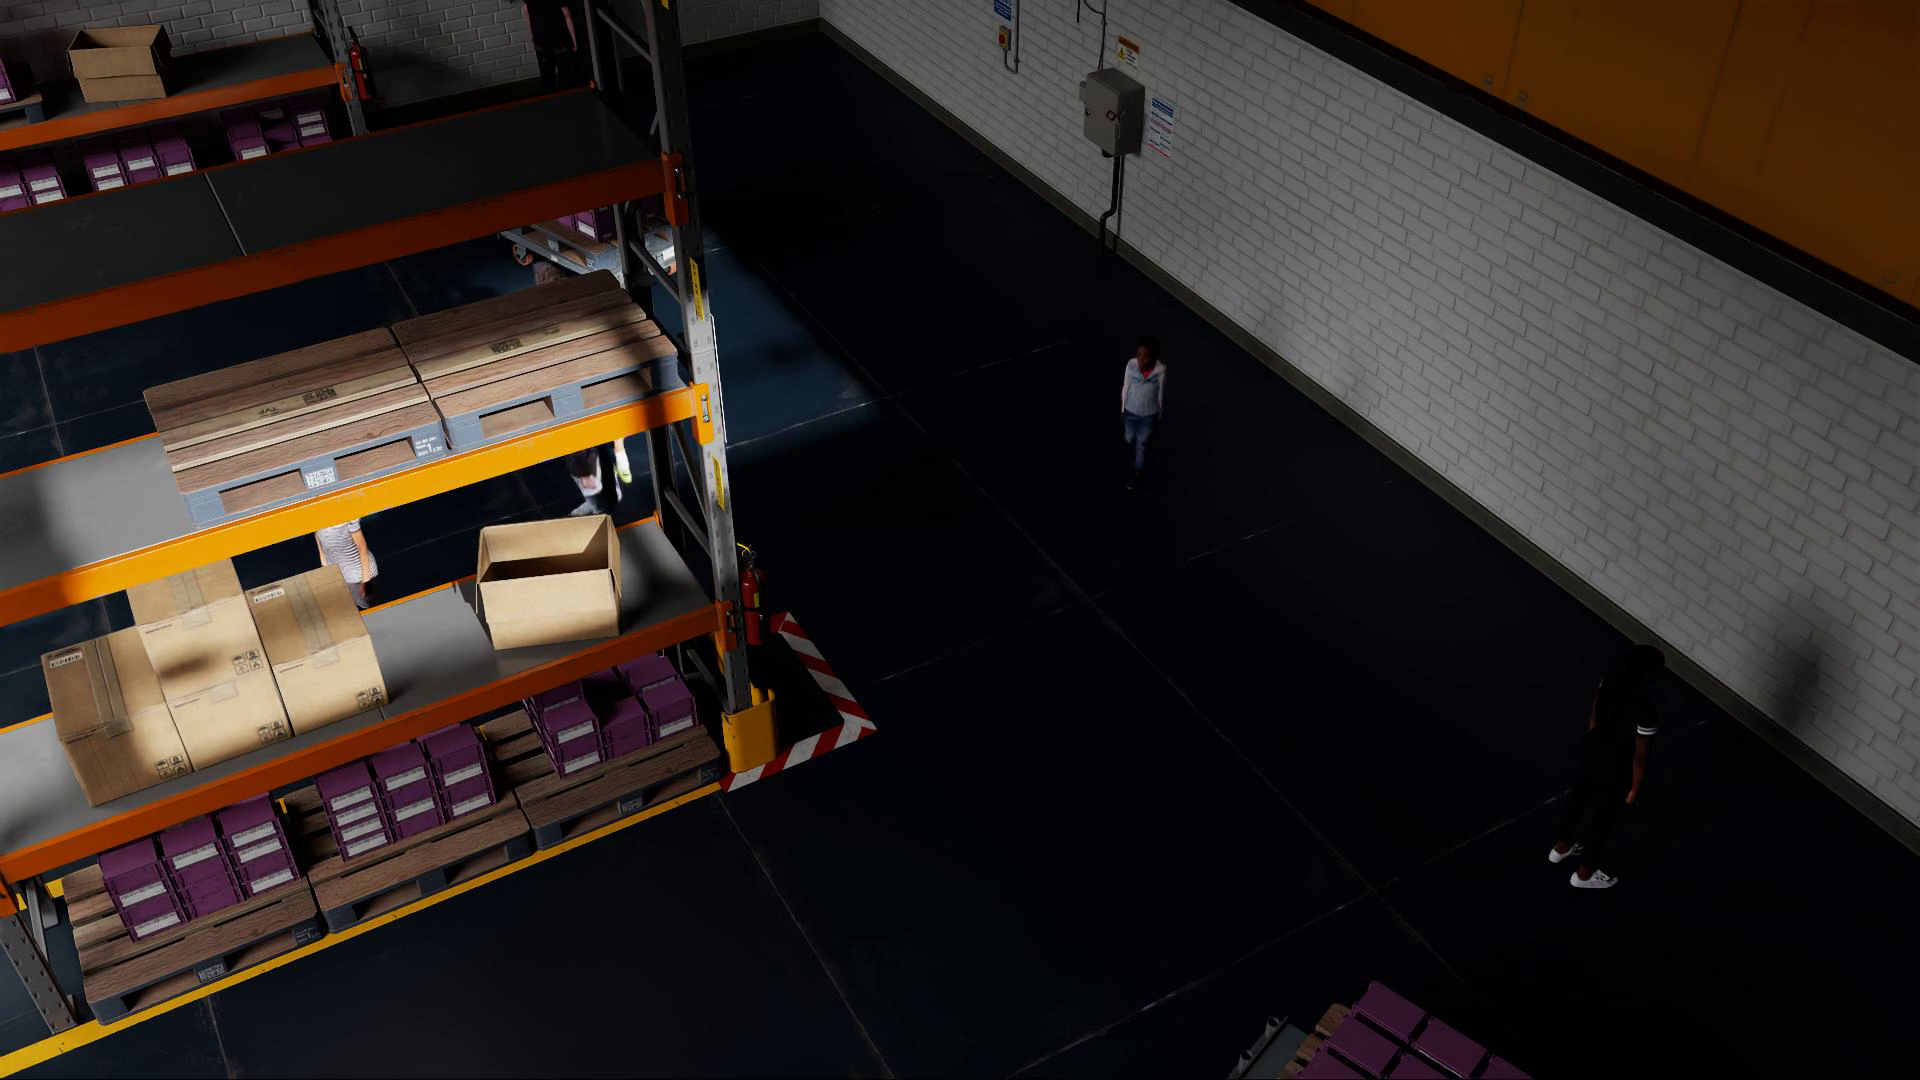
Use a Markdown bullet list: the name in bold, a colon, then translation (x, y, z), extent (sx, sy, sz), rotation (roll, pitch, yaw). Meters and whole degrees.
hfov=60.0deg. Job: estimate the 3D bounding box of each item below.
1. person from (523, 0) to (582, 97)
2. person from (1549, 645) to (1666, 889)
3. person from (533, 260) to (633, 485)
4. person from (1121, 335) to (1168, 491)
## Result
- **person**: translation (-4.210, -5.175, 17.184), extent (0.805, 1.845, 0.832), rotation (14, 41, 16)
- **person**: translation (3.617, 1.244, 9.241), extent (0.646, 1.729, 0.658), rotation (-11, 40, -14)
- **person**: translation (-2.758, -1.201, 12.261), extent (0.933, 1.779, 1.239), rotation (32, 48, 33)
- **person**: translation (1.395, -1.013, 12.452), extent (0.718, 1.248, 0.838), rotation (17, 42, 20)
